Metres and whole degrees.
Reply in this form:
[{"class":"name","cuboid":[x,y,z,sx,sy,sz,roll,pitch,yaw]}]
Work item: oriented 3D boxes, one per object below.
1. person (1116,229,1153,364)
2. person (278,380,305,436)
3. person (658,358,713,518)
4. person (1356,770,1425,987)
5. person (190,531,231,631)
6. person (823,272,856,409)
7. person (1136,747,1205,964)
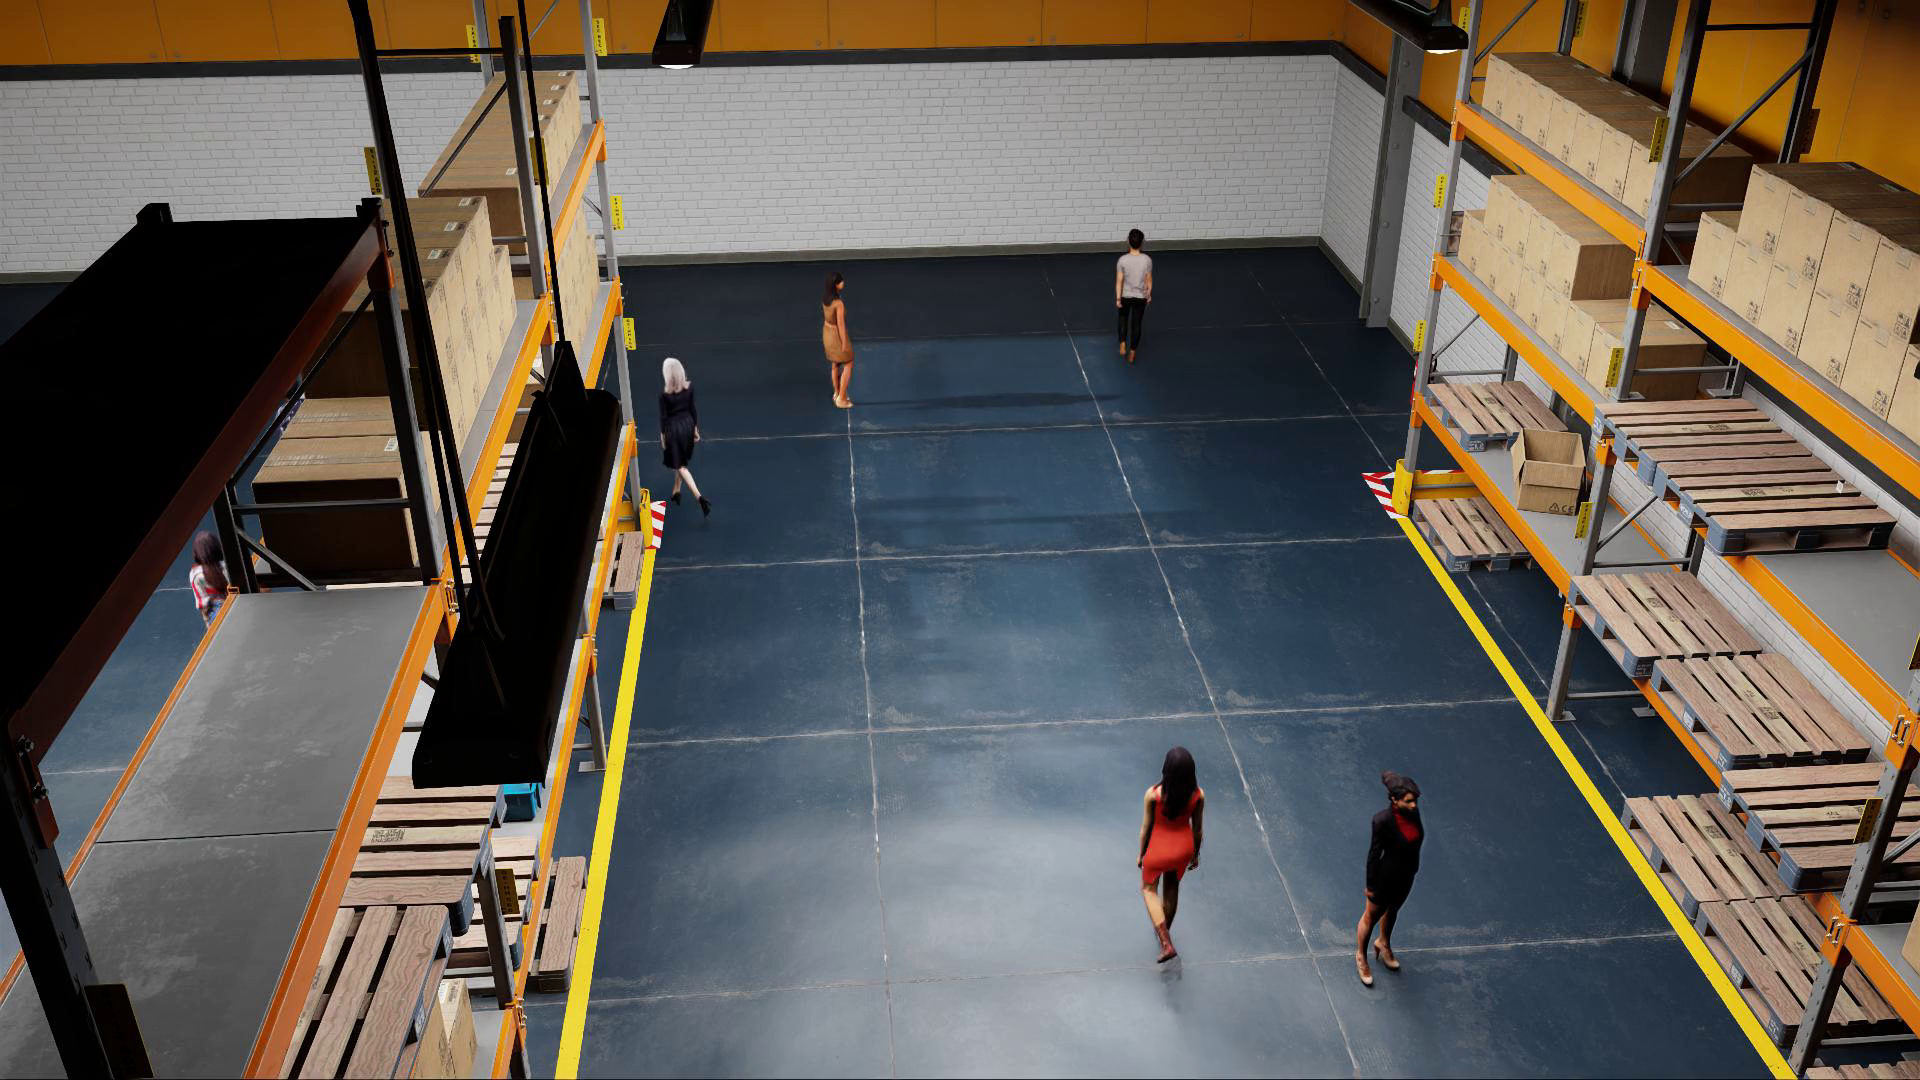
[{"class":"person","cuboid":[2.177,-3.037,20.889,0.666,1.708,0.686,3,29,6]},{"class":"person","cuboid":[-7.135,-1.162,17.935,0.619,1.245,0.566,24,37,37]},{"class":"person","cuboid":[-2.858,-1.020,17.185,0.976,1.714,1.161,-21,35,-34]},{"class":"person","cuboid":[2.898,2.280,11.212,0.687,1.640,0.746,-18,33,-30]},{"class":"person","cuboid":[-6.239,0.676,14.195,0.769,1.600,0.920,-13,31,-23]},{"class":"person","cuboid":[-1.505,-2.355,19.663,0.734,1.685,0.637,-17,33,-28]},{"class":"person","cuboid":[1.434,2.183,11.322,0.627,1.706,0.863,-4,29,-8]}]
